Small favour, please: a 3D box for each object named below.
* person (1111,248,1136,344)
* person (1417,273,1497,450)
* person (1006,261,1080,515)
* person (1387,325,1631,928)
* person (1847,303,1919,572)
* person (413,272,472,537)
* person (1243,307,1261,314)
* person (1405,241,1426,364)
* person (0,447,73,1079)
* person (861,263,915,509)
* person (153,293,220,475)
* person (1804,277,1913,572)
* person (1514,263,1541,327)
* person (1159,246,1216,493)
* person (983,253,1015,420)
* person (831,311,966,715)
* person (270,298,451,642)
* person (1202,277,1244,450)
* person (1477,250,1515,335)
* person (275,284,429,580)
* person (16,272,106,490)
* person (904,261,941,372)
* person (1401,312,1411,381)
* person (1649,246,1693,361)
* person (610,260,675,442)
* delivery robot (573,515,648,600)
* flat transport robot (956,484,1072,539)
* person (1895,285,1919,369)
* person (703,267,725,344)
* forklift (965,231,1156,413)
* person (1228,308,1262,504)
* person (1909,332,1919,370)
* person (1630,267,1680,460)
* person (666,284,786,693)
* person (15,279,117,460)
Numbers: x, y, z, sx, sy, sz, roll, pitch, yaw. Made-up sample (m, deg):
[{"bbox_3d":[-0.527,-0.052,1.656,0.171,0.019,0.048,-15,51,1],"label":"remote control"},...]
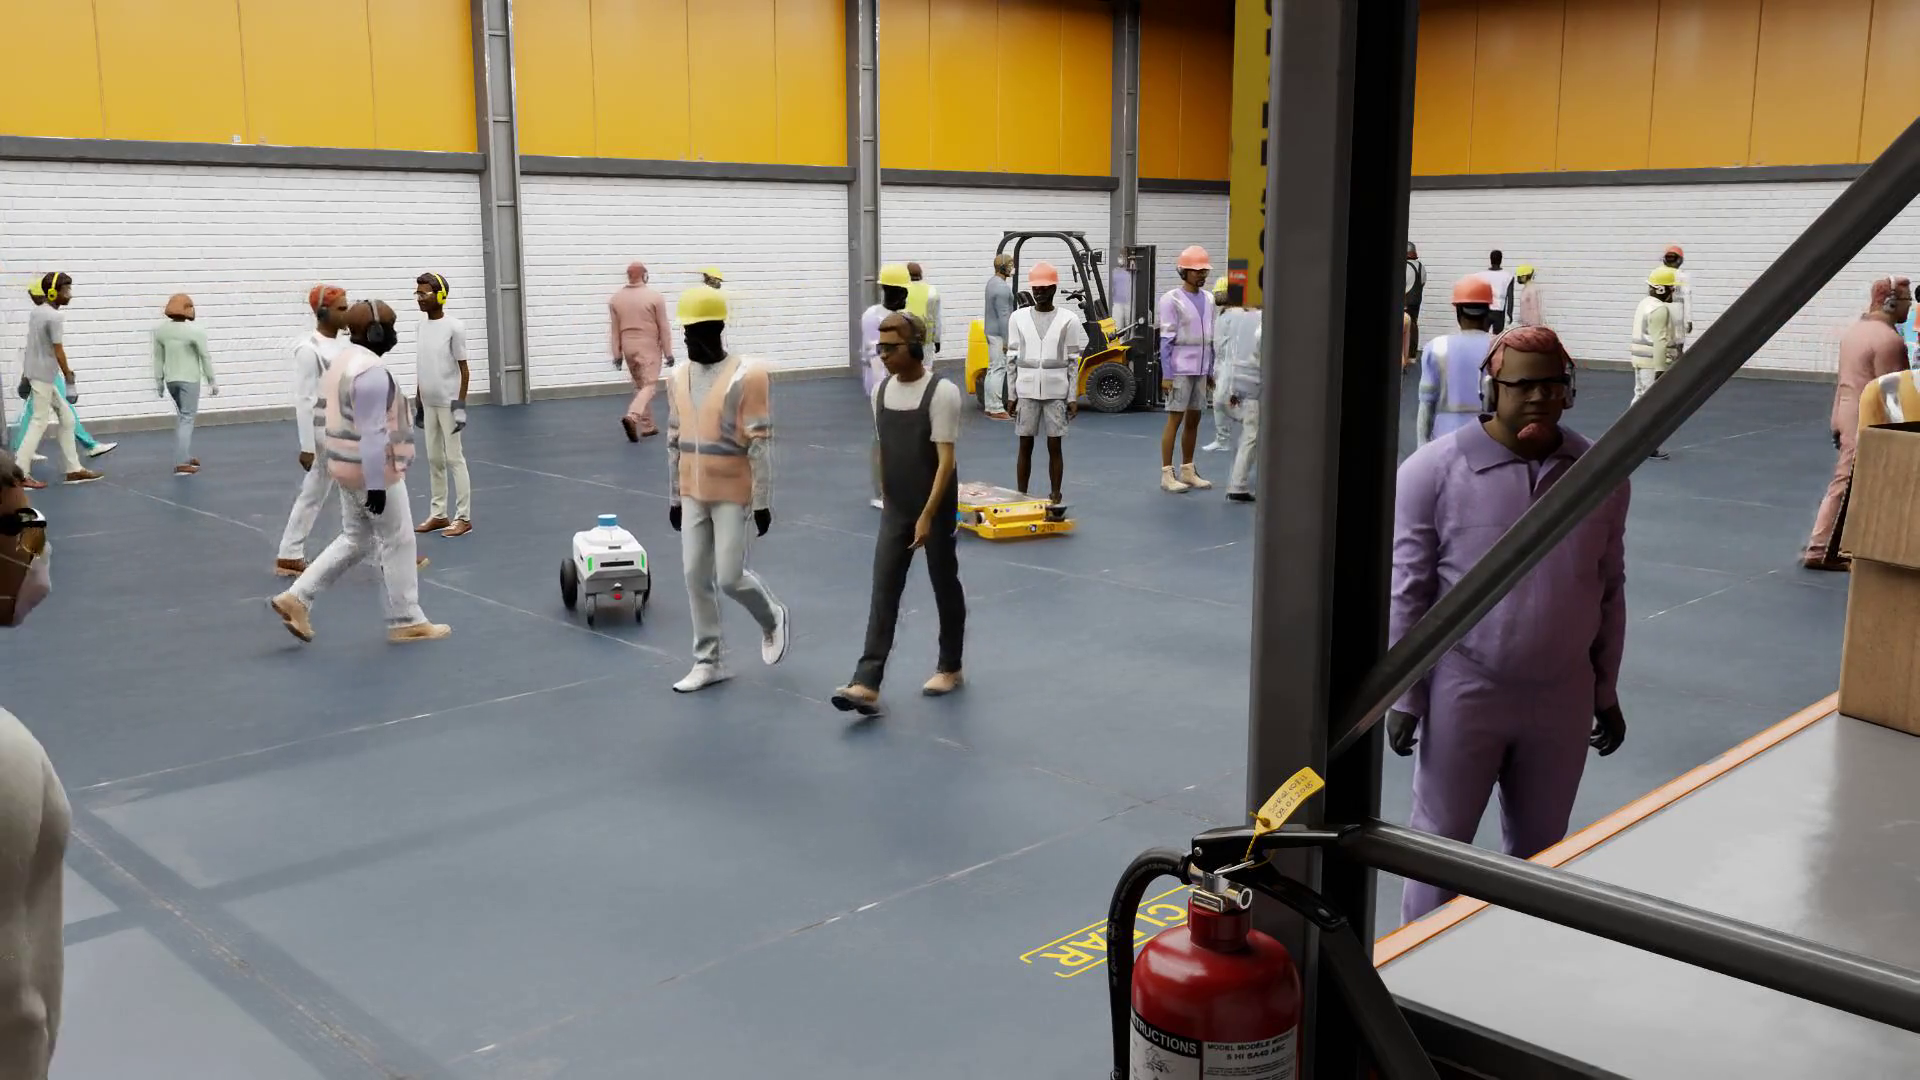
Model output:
[{"bbox_3d":[2.870,-4.007,28.345,0.636,1.921,0.793,9,14,42],"label":"person"},{"bbox_3d":[2.875,-0.542,9.445,0.546,1.923,0.393,3,11,16],"label":"person"},{"bbox_3d":[0.613,-1.095,12.394,0.542,1.939,0.363,1,10,7],"label":"person"},{"bbox_3d":[1.432,0.398,4.341,0.653,1.906,0.405,-1,10,-5],"label":"person"},{"bbox_3d":[3.820,-0.029,6.584,0.551,1.935,0.375,3,11,16],"label":"person"},{"bbox_3d":[-3.700,-0.956,11.818,0.520,1.874,0.327,7,12,32],"label":"person"},{"bbox_3d":[5.286,-4.211,29.262,0.612,1.986,0.402,-1,10,-6],"label":"person"},{"bbox_3d":[7.366,-3.935,27.602,0.689,2.000,0.538,-8,13,-39],"label":"person"},{"bbox_3d":[-1.369,0.813,2.064,0.642,1.923,0.612,8,13,39],"label":"person"},{"bbox_3d":[-0.520,-1.176,12.887,0.435,1.919,0.608,7,12,33],"label":"person"},{"bbox_3d":[-6.939,-1.407,14.984,0.500,1.612,0.633,3,11,15],"label":"person"},{"bbox_3d":[5.851,-0.703,10.443,0.944,1.860,0.665,2,11,13],"label":"person"},{"bbox_3d":[8.045,-3.052,23.621,0.429,1.741,0.529,1,10,5],"label":"person"},{"bbox_3d":[1.925,-1.414,13.851,0.614,2.040,0.391,-9,14,-40],"label":"person"},{"bbox_3d":[0.460,-2.341,19.229,0.369,1.934,0.630,-2,11,-11],"label":"person"},{"bbox_3d":[-0.246,-0.118,7.440,0.500,1.790,0.955,6,12,31],"label":"person"},{"bbox_3d":[-3.139,-0.333,8.601,0.803,1.820,0.637,-7,12,-33],"label":"person"},{"bbox_3d":[2.658,-1.729,16.418,0.440,1.725,0.496,-2,11,-11],"label":"person"},{"bbox_3d":[8.425,-3.625,26.277,0.612,1.914,0.571,4,11,20],"label":"person"},{"bbox_3d":[-3.840,-0.653,10.272,0.997,1.831,0.596,0,10,-2],"label":"person"},{"bbox_3d":[-7.672,-1.340,14.050,0.876,1.820,0.540,-9,14,-39],"label":"person"},{"bbox_3d":[-0.545,-2.359,19.590,0.643,1.823,0.469,-1,10,-8],"label":"person"},{"bbox_3d":[4.324,-1.764,16.894,0.522,1.627,0.385,-1,10,-7],"label":"person"},{"bbox_3d":[9.872,-3.064,23.021,0.696,1.974,0.998,10,14,44],"label":"person"},{"bbox_3d":[-3.350,-1.977,17.383,0.643,1.876,0.851,5,11,24],"label":"person"},{"bbox_3d":[-1.981,0.100,9.395,0.477,0.478,0.707,-4,11,-19],"label":"delivery robot"},{"bbox_3d":[0.164,-0.235,12.256,0.652,0.197,1.431,-6,12,-29],"label":"flat transport robot"},{"bbox_3d":[9.350,-1.672,16.202,0.321,1.695,0.529,-6,12,-29],"label":"person"},{"bbox_3d":[-3.260,-2.623,21.302,0.704,1.723,0.541,2,11,8],"label":"person"},{"bbox_3d":[1.222,-2.721,20.561,2.313,2.155,1.214,2,11,13],"label":"forklift"},{"bbox_3d":[2.438,-1.175,13.233,0.714,1.793,0.647,-3,11,-15],"label":"person"},{"bbox_3d":[9.038,-1.576,15.239,1.037,1.865,0.569,-7,12,-32],"label":"person"},{"bbox_3d":[6.651,-1.693,15.943,0.403,1.832,0.593,1,10,5],"label":"person"},{"bbox_3d":[-1.116,-0.247,7.851,0.598,1.906,0.588,6,12,31],"label":"person"},{"bbox_3d":[-8.589,-1.608,15.792,0.903,1.721,0.527,-5,11,-24],"label":"person"}]
